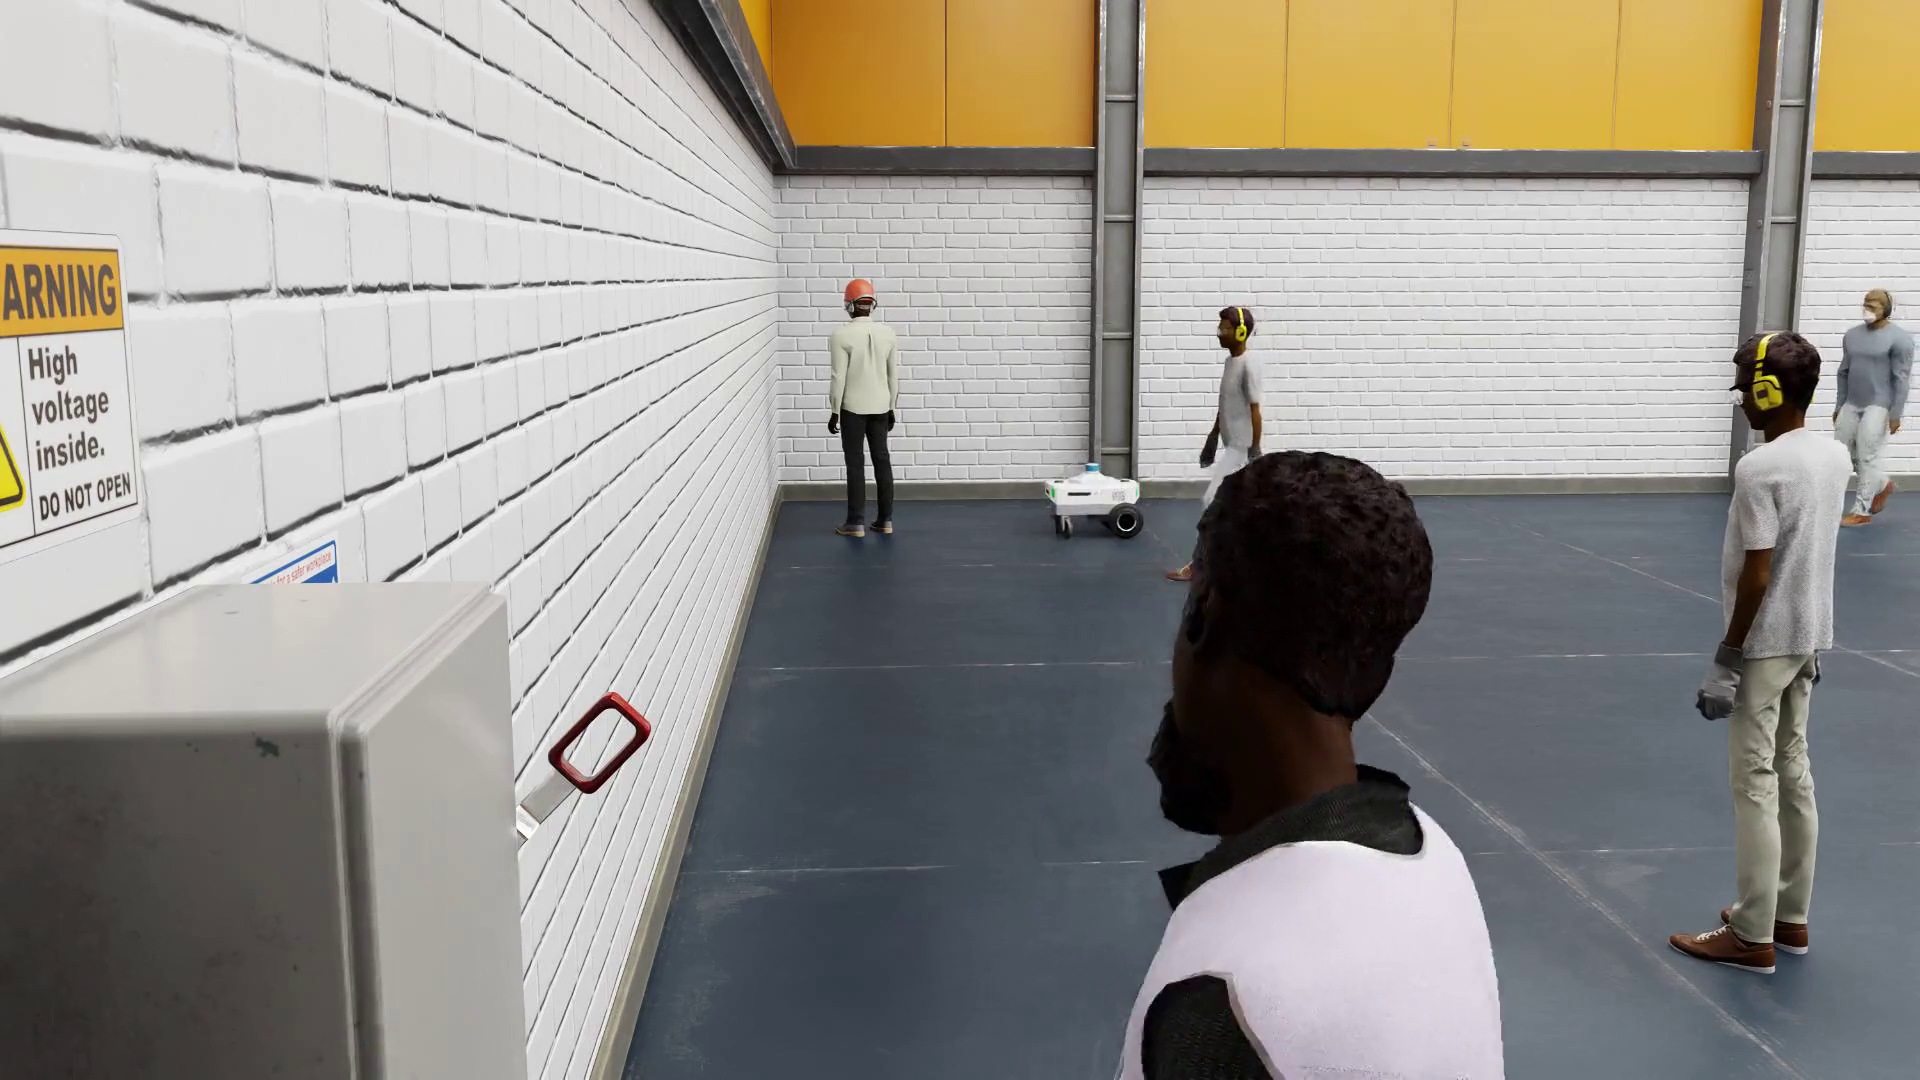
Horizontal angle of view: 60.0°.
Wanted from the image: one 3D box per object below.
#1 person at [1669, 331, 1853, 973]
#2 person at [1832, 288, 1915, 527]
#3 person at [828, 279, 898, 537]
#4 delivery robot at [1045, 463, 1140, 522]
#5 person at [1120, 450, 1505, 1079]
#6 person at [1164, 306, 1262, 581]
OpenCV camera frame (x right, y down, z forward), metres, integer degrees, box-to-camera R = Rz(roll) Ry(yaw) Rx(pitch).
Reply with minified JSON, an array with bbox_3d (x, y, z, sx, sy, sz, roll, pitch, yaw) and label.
[{"bbox_3d":[2.344,0.328,4.856,0.516,1.865,0.324,-7,11,-36],"label":"person"},{"bbox_3d":[7.368,-1.062,13.398,0.606,1.925,0.645,-3,10,-18],"label":"person"},{"bbox_3d":[-0.763,-1.026,12.944,0.616,1.993,0.395,-6,11,-35],"label":"person"},{"bbox_3d":[1.023,-0.352,12.922,0.707,0.478,0.477,-1,9,-5],"label":"delivery robot"},{"bbox_3d":[0.289,0.884,1.360,0.409,1.874,0.641,3,9,17],"label":"person"},{"bbox_3d":[1.870,-0.630,10.982,0.953,1.835,0.509,0,9,-1],"label":"person"}]
